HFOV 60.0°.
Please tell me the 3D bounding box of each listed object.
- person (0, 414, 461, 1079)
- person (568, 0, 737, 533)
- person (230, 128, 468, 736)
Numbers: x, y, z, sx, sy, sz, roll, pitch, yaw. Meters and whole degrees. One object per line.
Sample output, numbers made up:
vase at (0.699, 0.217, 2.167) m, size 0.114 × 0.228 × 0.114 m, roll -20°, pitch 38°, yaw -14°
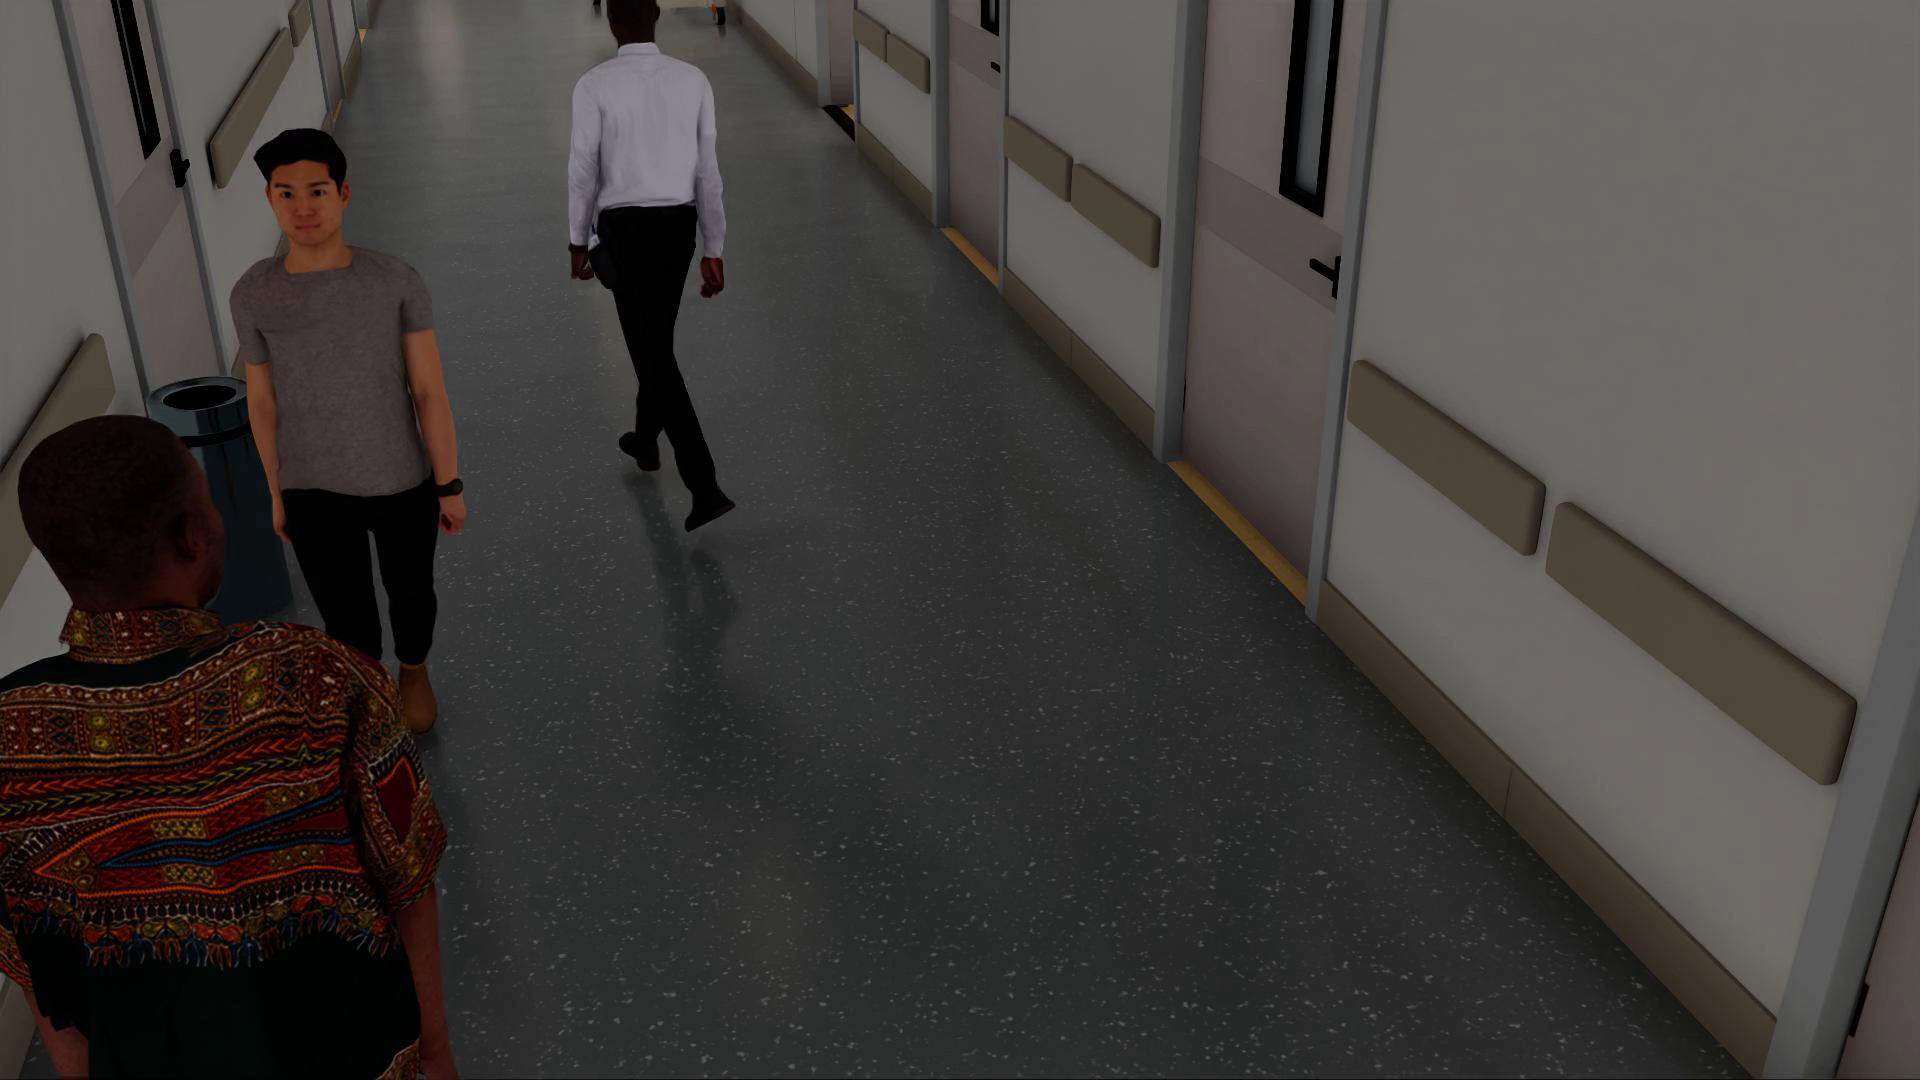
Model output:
person at (-0.917, 0.693, 2.178) m, size 0.602 × 1.805 × 0.762 m, roll -9°, pitch 27°, yaw -18°
person at (-0.999, -0.907, 5.559) m, size 1.295 × 1.789 × 0.962 m, roll -14°, pitch 29°, yaw -27°
person at (-1.482, -0.168, 4.158) m, size 1.052 × 1.677 × 0.710 m, roll -8°, pitch 27°, yaw -16°
